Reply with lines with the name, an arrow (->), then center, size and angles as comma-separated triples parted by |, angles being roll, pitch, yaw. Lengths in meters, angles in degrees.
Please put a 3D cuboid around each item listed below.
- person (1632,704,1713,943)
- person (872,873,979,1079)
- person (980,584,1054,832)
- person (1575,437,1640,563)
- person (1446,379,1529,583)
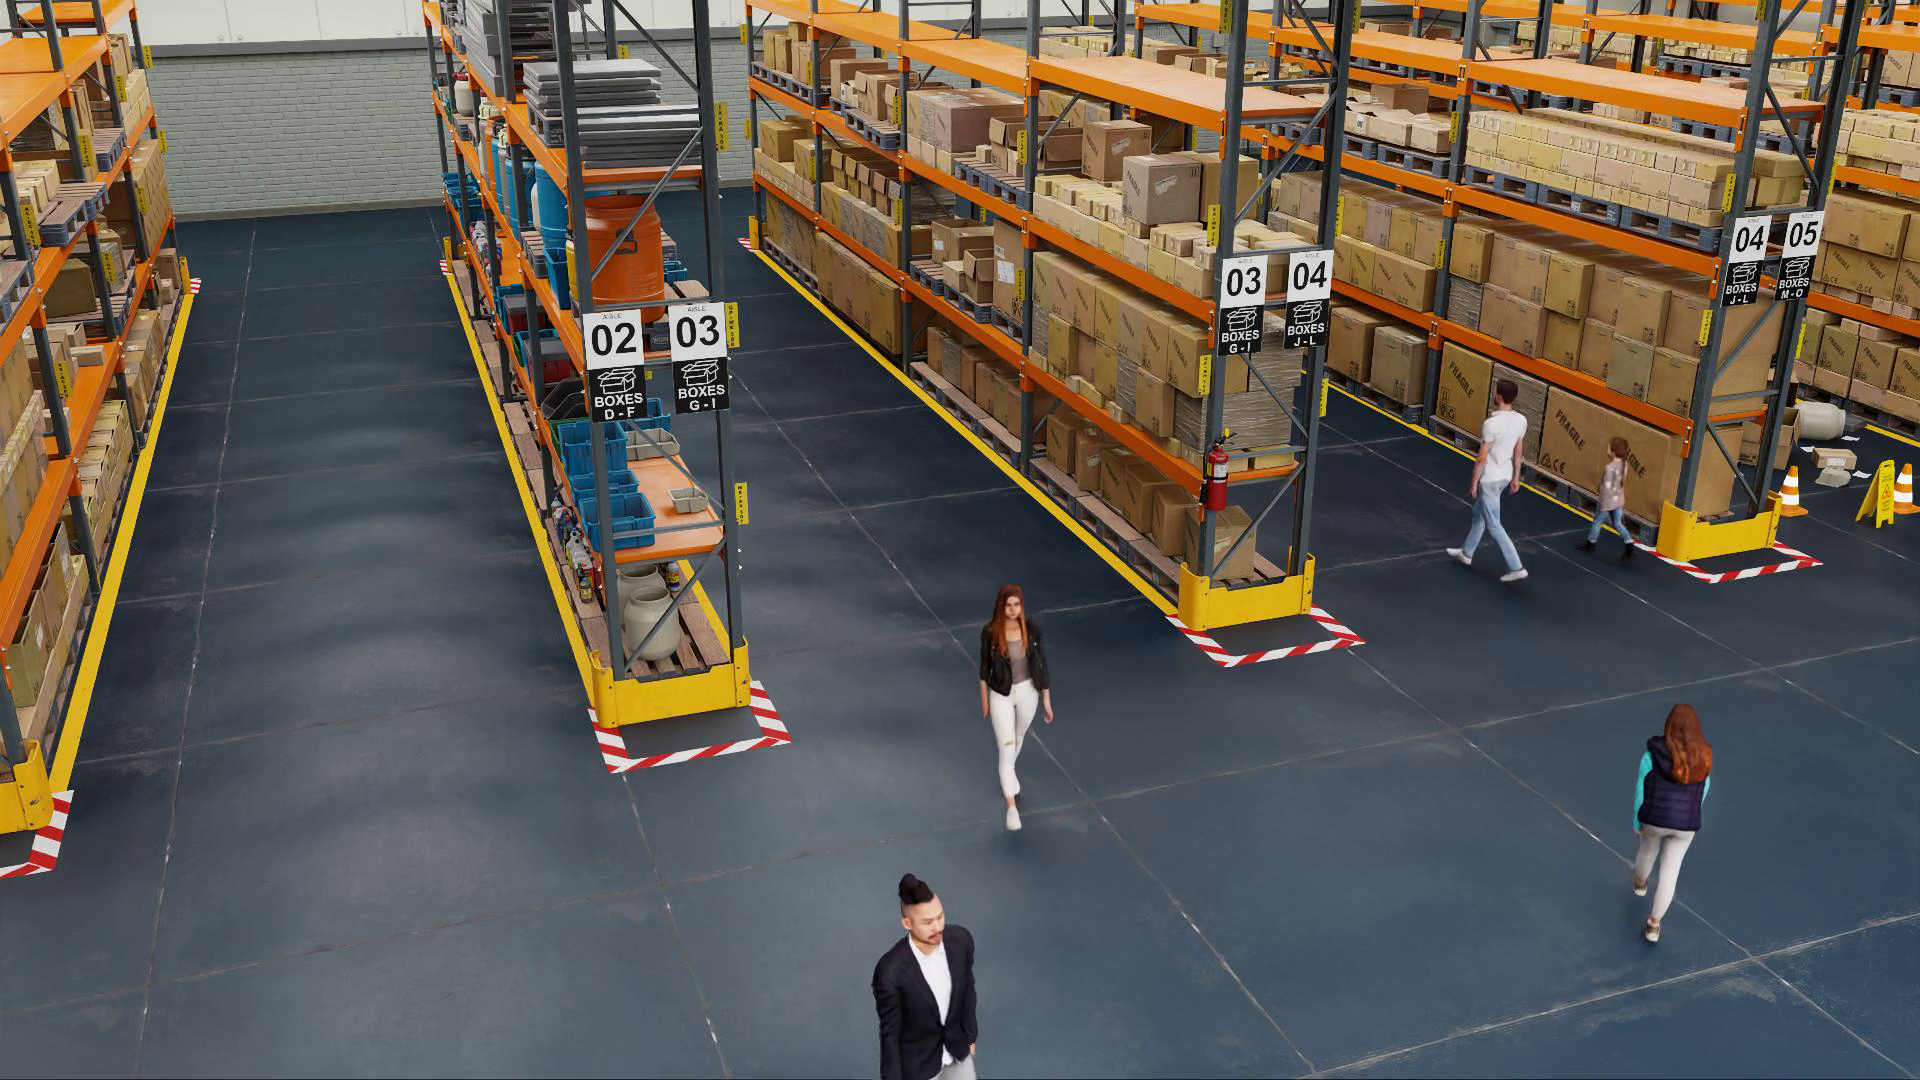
person -> 4.237, 1.712, 9.929 | 0.904, 1.463, 1.001 | 8, 23, 18
person -> -0.209, 2.332, 7.785 | 0.815, 1.939, 0.830 | -15, 27, -32
person -> 0.356, 1.051, 11.283 | 0.736, 1.662, 1.139 | -4, 23, -9
person -> 6.071, -0.356, 15.366 | 0.628, 1.176, 0.884 | -14, 26, -31
person -> 4.836, -0.489, 14.849 | 0.874, 1.812, 1.265 | -15, 27, -32
